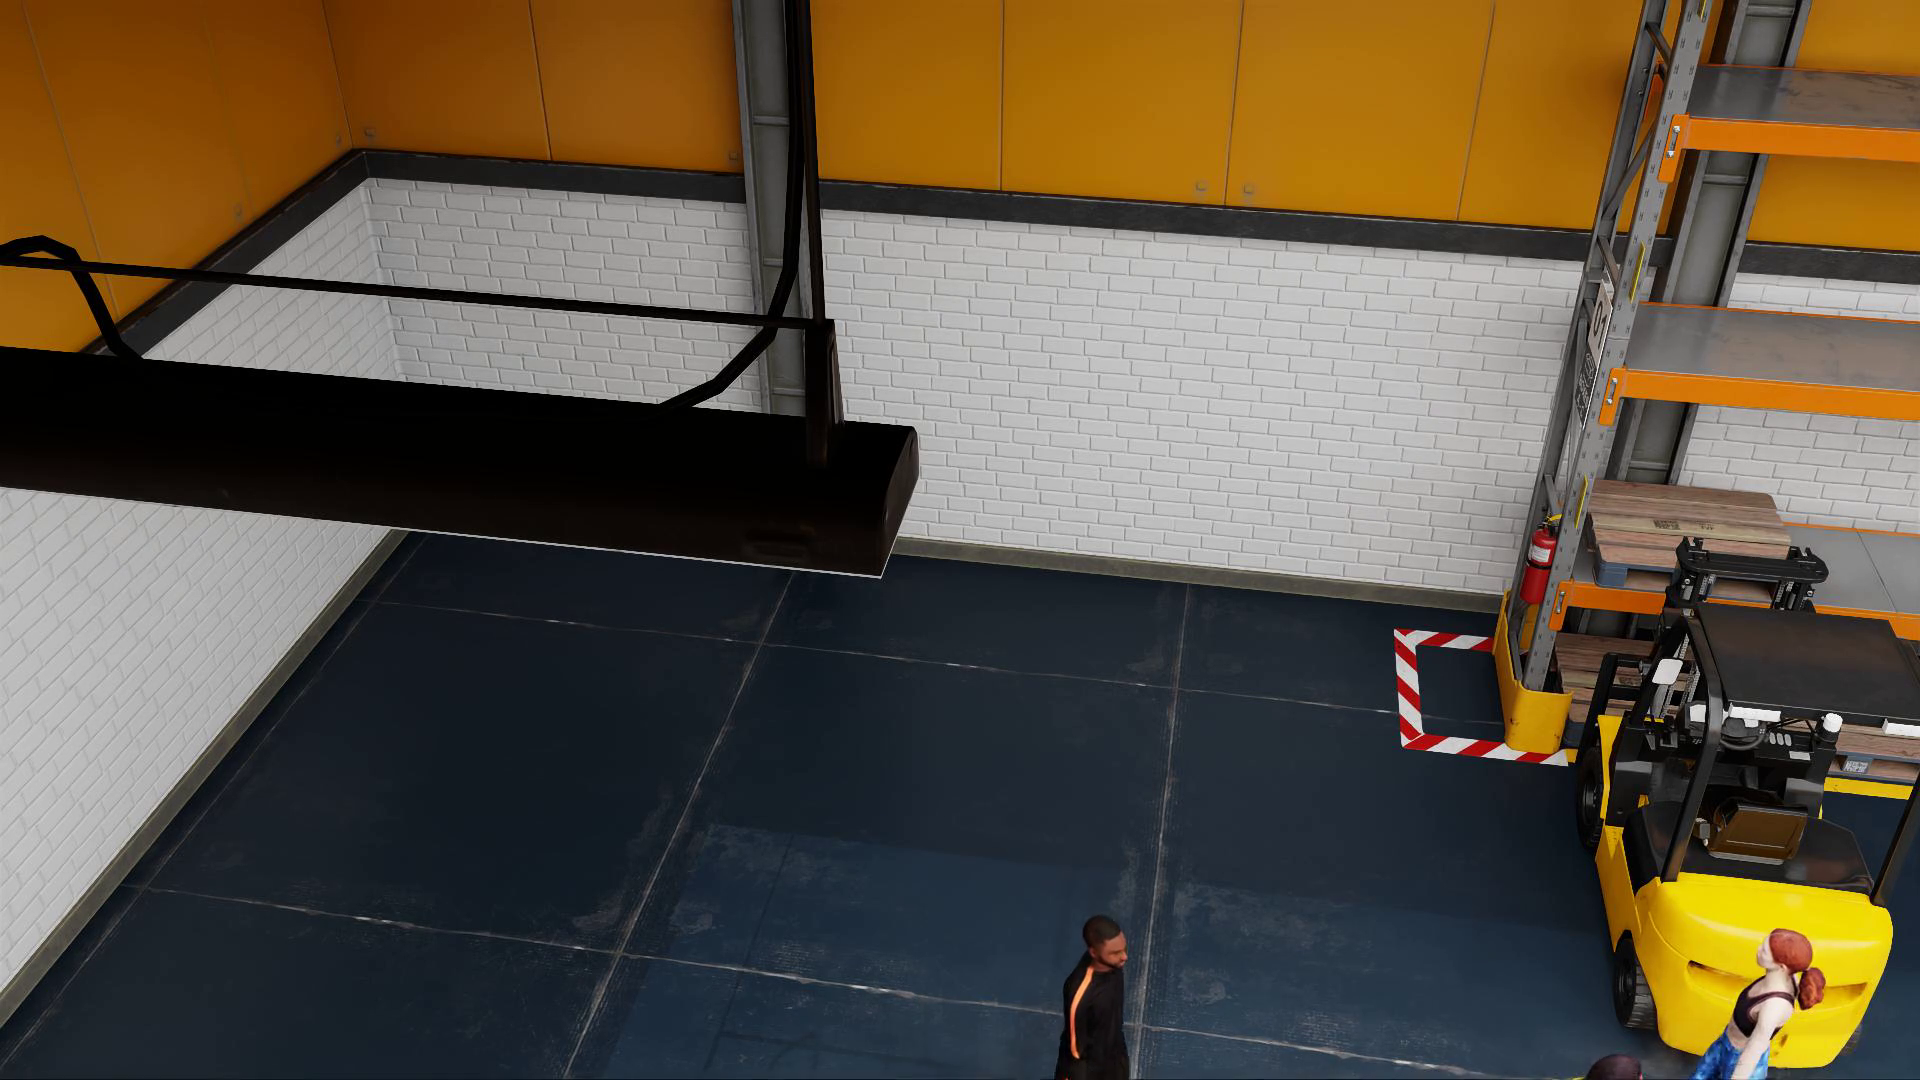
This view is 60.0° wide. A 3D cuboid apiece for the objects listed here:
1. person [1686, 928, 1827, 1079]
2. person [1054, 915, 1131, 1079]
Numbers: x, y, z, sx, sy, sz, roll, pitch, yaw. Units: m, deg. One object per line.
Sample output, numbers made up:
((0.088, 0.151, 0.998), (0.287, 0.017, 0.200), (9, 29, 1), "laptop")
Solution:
((3.729, 2.532, 7.785), (1.167, 1.759, 0.818), (17, 37, 24), "person")
((0.531, 2.417, 7.928), (1.216, 1.782, 0.944), (21, 39, 28), "person")
